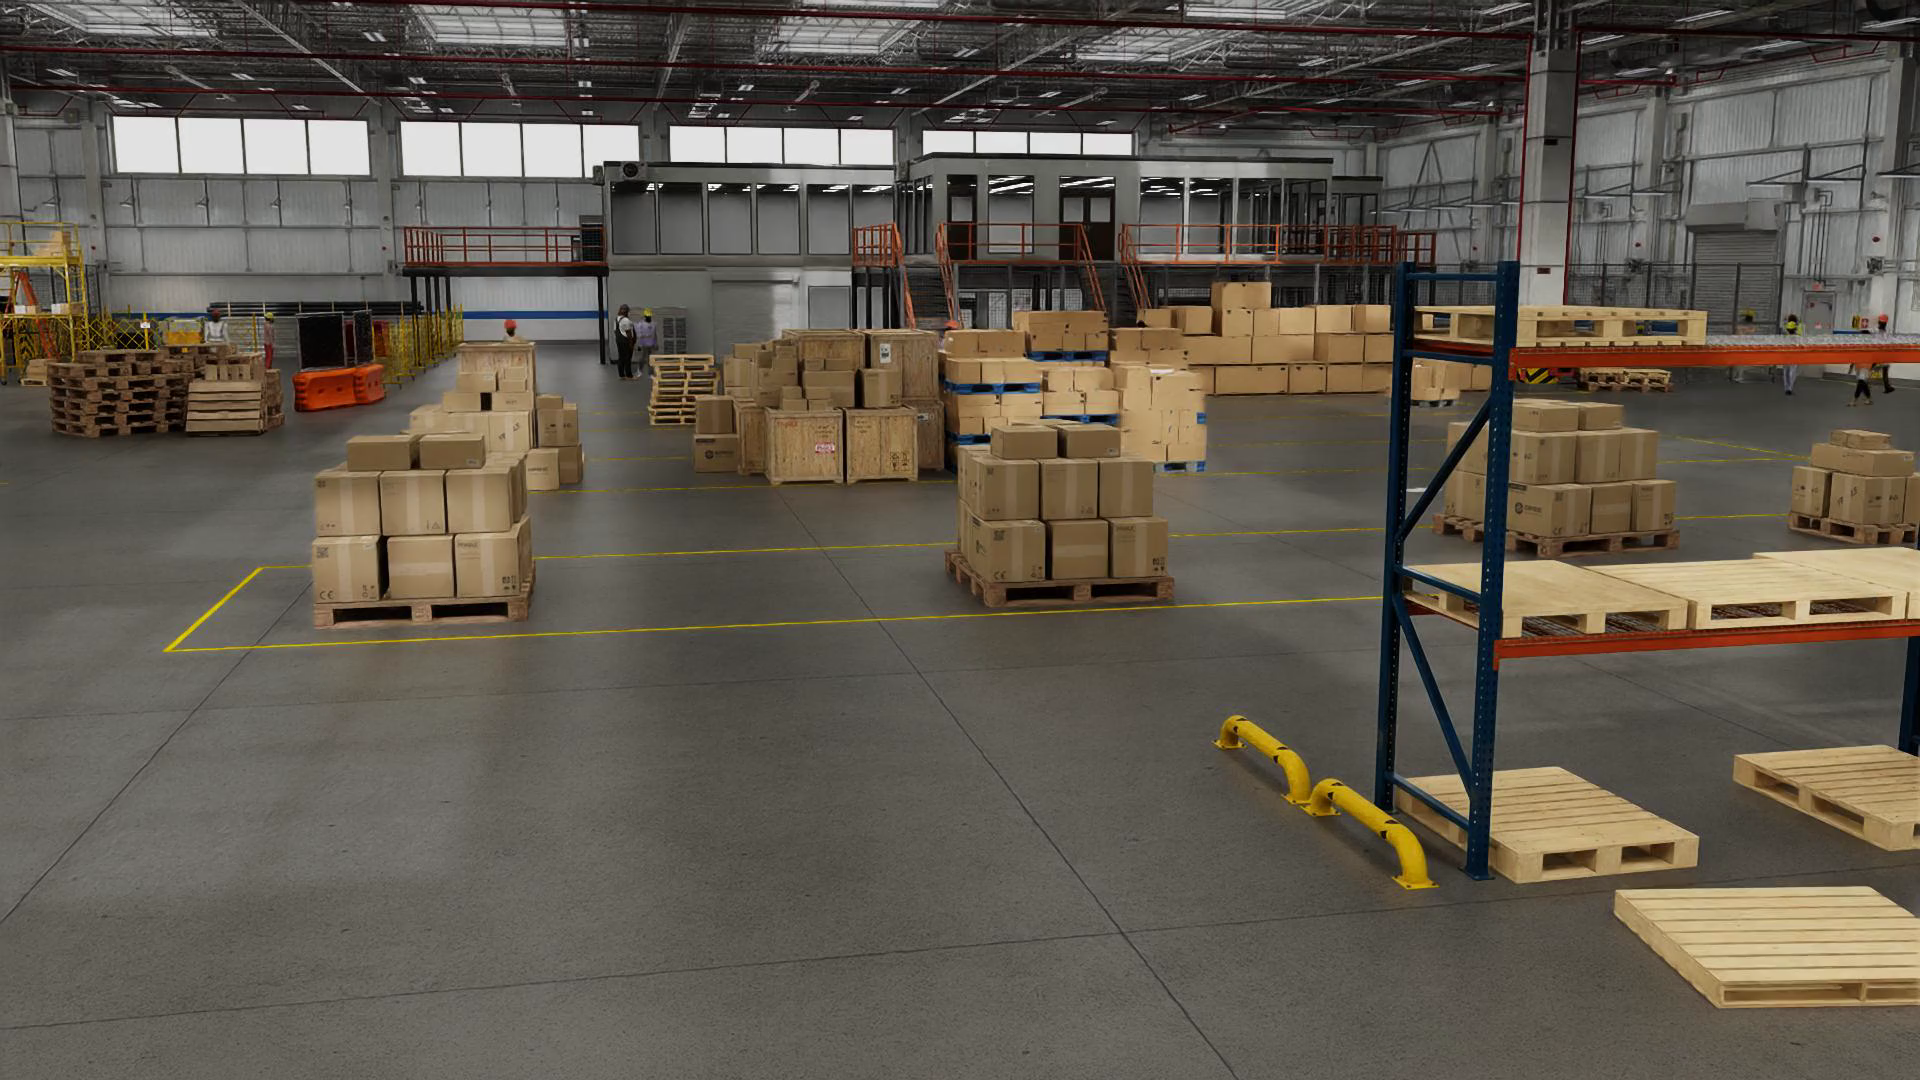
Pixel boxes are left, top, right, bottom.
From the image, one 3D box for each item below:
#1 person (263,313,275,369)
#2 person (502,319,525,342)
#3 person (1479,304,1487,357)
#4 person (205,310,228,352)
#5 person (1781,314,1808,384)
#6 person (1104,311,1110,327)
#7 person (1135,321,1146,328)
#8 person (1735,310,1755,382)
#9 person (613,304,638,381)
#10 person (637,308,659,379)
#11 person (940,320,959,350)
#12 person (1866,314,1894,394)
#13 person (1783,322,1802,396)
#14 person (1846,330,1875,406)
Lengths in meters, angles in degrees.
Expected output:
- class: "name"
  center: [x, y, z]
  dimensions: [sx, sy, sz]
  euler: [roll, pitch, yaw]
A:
- class: "person"
  center: [-19.060, -5.400, 45.960]
  dimensions: [0.342, 1.759, 0.523]
  euler: [-8, 12, -39]
- class: "person"
  center: [-9.429, -3.675, 34.930]
  dimensions: [0.582, 1.914, 0.649]
  euler: [4, 10, 23]
- class: "person"
  center: [14.309, -5.464, 45.645]
  dimensions: [0.403, 1.987, 0.613]
  euler: [0, 9, -1]
- class: "person"
  center: [-20.012, -5.265, 44.820]
  dimensions: [0.575, 1.862, 0.728]
  euler: [-2, 9, -10]
- class: "person"
  center: [21.658, -4.965, 43.199]
  dimensions: [0.665, 1.799, 0.765]
  euler: [3, 10, 17]
- class: "person"
  center: [3.619, -4.915, 42.626]
  dimensions: [1.051, 1.890, 0.644]
  euler: [-4, 10, -25]
- class: "person"
  center: [3.942, -3.859, 36.276]
  dimensions: [0.536, 1.851, 0.662]
  euler: [-4, 10, -21]
- class: "person"
  center: [20.499, -5.053, 43.390]
  dimensions: [0.476, 1.901, 0.575]
  euler: [0, 9, -1]
- class: "person"
  center: [-8.854, -5.247, 44.157]
  dimensions: [0.538, 2.000, 0.683]
  euler: [-9, 13, -42]
- class: "person"
  center: [-8.433, -5.289, 44.834]
  dimensions: [0.557, 1.902, 0.593]
  euler: [9, 13, 44]
- class: "person"
  center: [-0.104, -3.177, 31.697]
  dimensions: [1.061, 1.976, 0.651]
  euler: [-1, 9, -6]
- class: "person"
  center: [21.941, -4.429, 39.652]
  dimensions: [0.572, 1.879, 1.002]
  euler: [0, 9, 0]
- class: "person"
  center: [19.416, -4.237, 38.953]
  dimensions: [0.554, 1.716, 0.895]
  euler: [7, 12, 36]
- class: "person"
  center: [19.625, -3.734, 36.110]
  dimensions: [0.868, 1.658, 0.541]
  euler: [-4, 10, -20]
